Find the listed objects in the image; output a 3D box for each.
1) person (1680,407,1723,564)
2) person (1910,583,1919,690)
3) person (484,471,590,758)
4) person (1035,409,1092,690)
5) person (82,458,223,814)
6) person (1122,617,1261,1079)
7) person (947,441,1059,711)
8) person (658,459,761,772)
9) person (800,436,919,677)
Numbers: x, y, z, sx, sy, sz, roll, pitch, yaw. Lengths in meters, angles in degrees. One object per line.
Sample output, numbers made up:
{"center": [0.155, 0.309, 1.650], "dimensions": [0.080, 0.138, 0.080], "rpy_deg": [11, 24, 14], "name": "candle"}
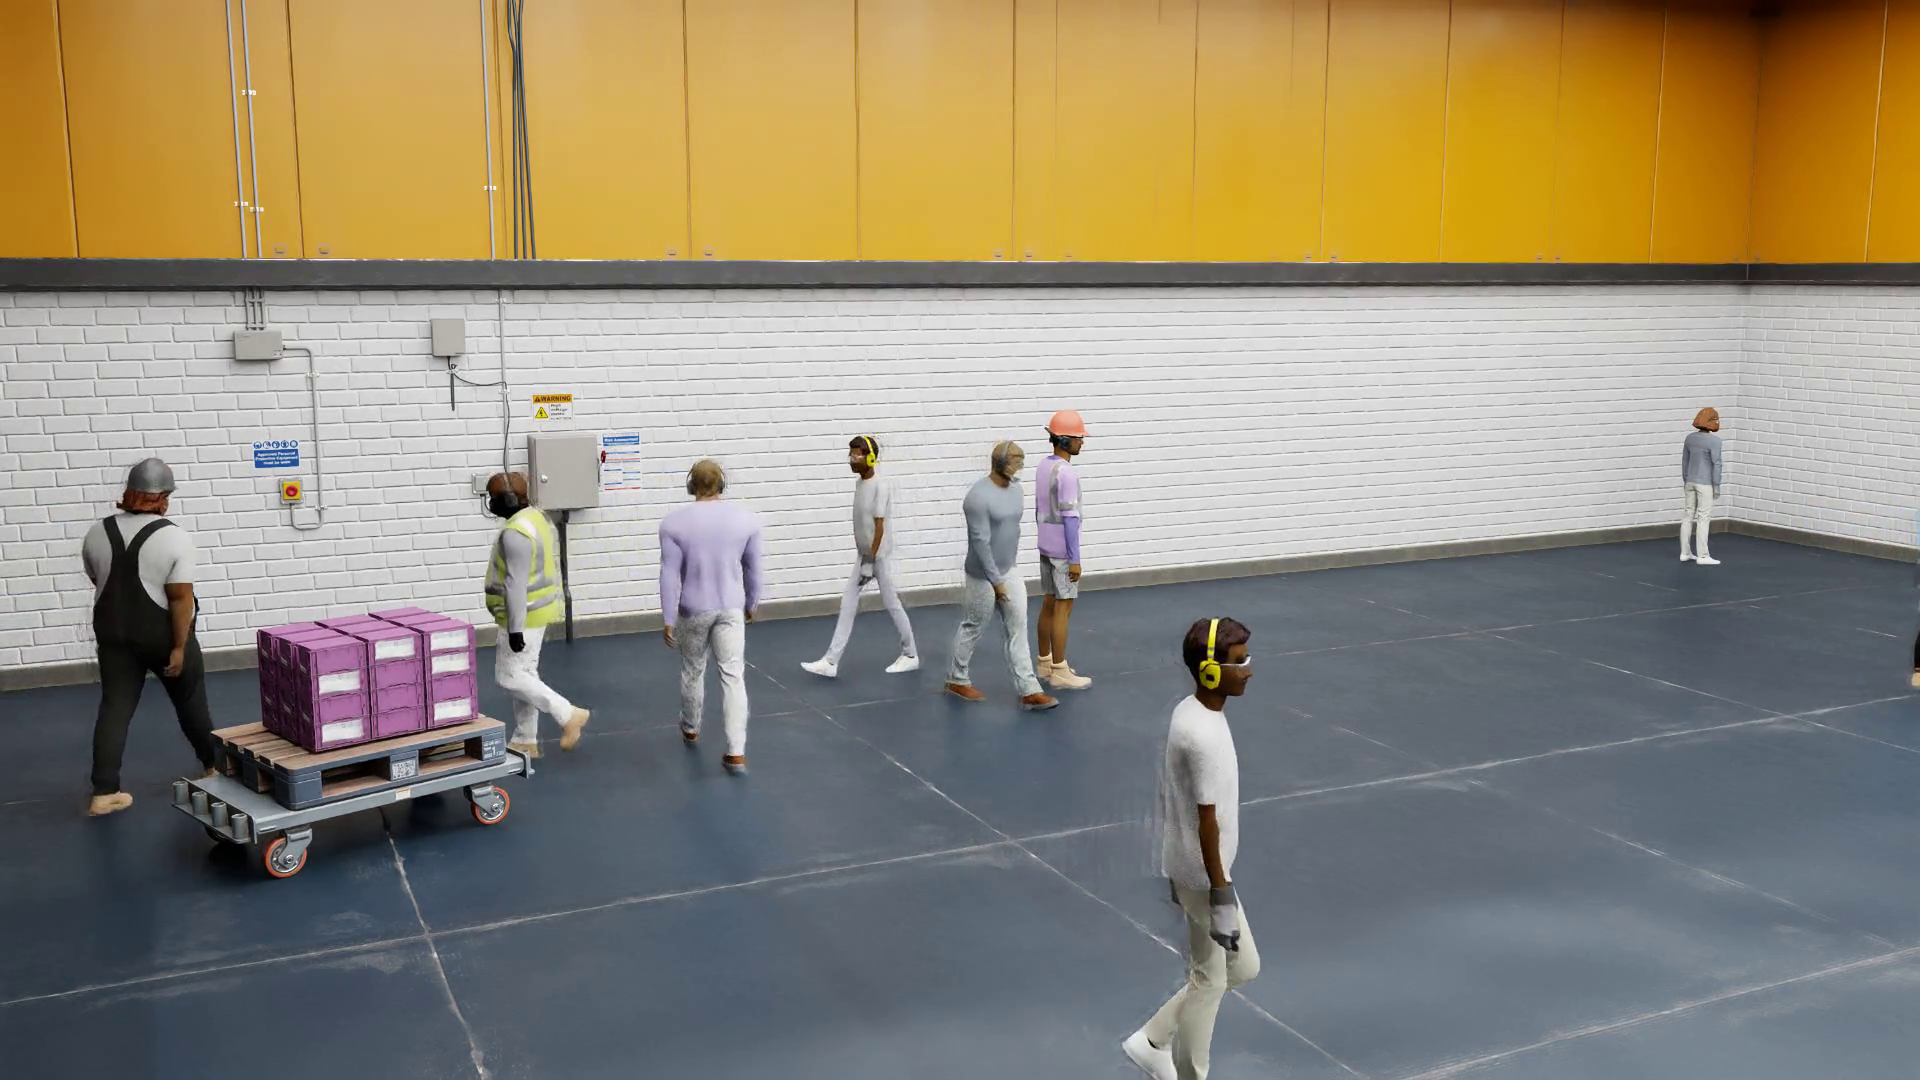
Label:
{"center": [7.734, -0.567, 17.341], "dimensions": [0.286, 1.633, 0.501], "rpy_deg": [-3, 10, -18], "name": "person"}
{"center": [7.206, 0.277, 11.956], "dimensions": [0.631, 1.674, 0.541], "rpy_deg": [0, 9, -2], "name": "person"}
{"center": [-2.635, 0.478, 10.273], "dimensions": [0.576, 1.821, 0.650], "rpy_deg": [0, 9, -3], "name": "person"}
{"center": [0.762, 0.065, 12.155], "dimensions": [0.379, 2.041, 0.616], "rpy_deg": [-3, 10, -17], "name": "person"}
{"center": [-4.657, 0.488, 9.543], "dimensions": [0.685, 2.000, 1.052], "rpy_deg": [1, 9, 4], "name": "person"}
{"center": [0.863, 1.181, 5.820], "dimensions": [0.429, 1.854, 0.520], "rpy_deg": [2, 9, 12], "name": "person"}
{"center": [0.264, 0.250, 11.545], "dimensions": [0.942, 1.886, 0.624], "rpy_deg": [8, 12, 41], "name": "person"}
{"center": [-1.546, 0.441, 10.323], "dimensions": [0.647, 1.884, 1.030], "rpy_deg": [-3, 10, -17], "name": "person"}
{"center": [-0.698, 0.136, 12.414], "dimensions": [0.970, 1.818, 0.538], "rpy_deg": [-6, 11, -31], "name": "person"}
